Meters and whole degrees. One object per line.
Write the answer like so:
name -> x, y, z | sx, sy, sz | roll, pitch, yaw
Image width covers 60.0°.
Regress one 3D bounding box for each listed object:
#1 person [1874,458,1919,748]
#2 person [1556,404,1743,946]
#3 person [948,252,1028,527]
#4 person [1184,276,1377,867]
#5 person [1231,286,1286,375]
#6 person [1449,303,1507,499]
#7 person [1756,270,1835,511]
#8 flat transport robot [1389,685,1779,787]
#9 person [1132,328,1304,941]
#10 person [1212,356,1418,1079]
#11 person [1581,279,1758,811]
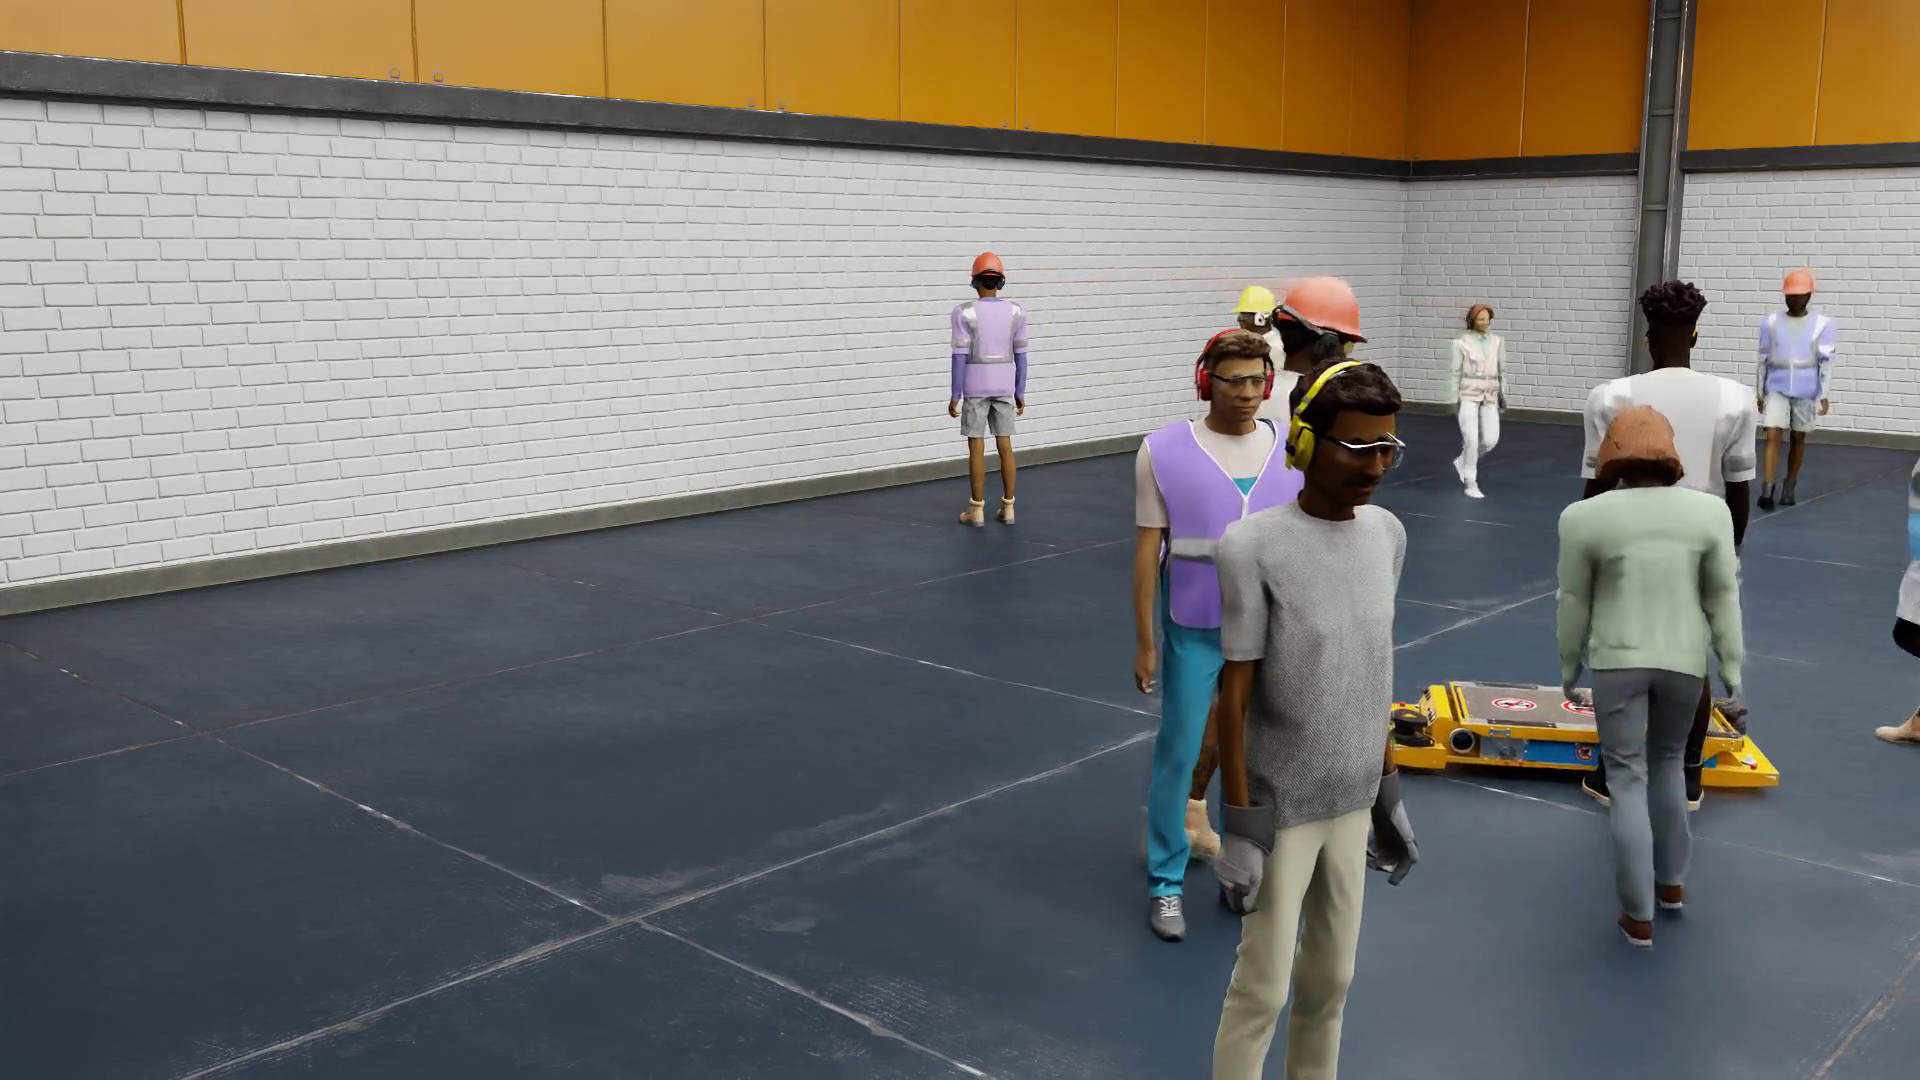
person -> 4.056, 0.068, 6.720 | 0.540, 1.683, 0.493 | -8, 13, -40
person -> 2.078, 0.389, 5.090 | 0.526, 1.598, 0.625 | 1, 10, 8
person -> 0.198, -1.123, 12.466 | 0.616, 2.041, 0.381 | -4, 11, -21
person -> 1.088, 0.115, 5.599 | 0.970, 1.992, 0.619 | -6, 11, -29
person -> 1.924, -0.727, 10.812 | 0.403, 1.832, 0.594 | 0, 10, -2
person -> 4.312, -1.177, 13.971 | 0.527, 1.622, 0.514 | -3, 10, -18
person -> 6.581, -1.172, 13.165 | 0.562, 1.885, 0.974 | 6, 11, 30
flat transport robot -> 2.469, 0.769, 6.737 | 1.431, 0.197, 0.652 | 2, 10, 12
person -> 0.787, 0.280, 5.048 | 0.571, 1.840, 0.373 | -3, 10, -14
person -> 0.737, 0.559, 3.405 | 0.518, 1.865, 0.328 | -7, 12, -34
person -> 2.582, 0.029, 6.133 | 0.603, 1.964, 0.367 | 2, 10, 10
